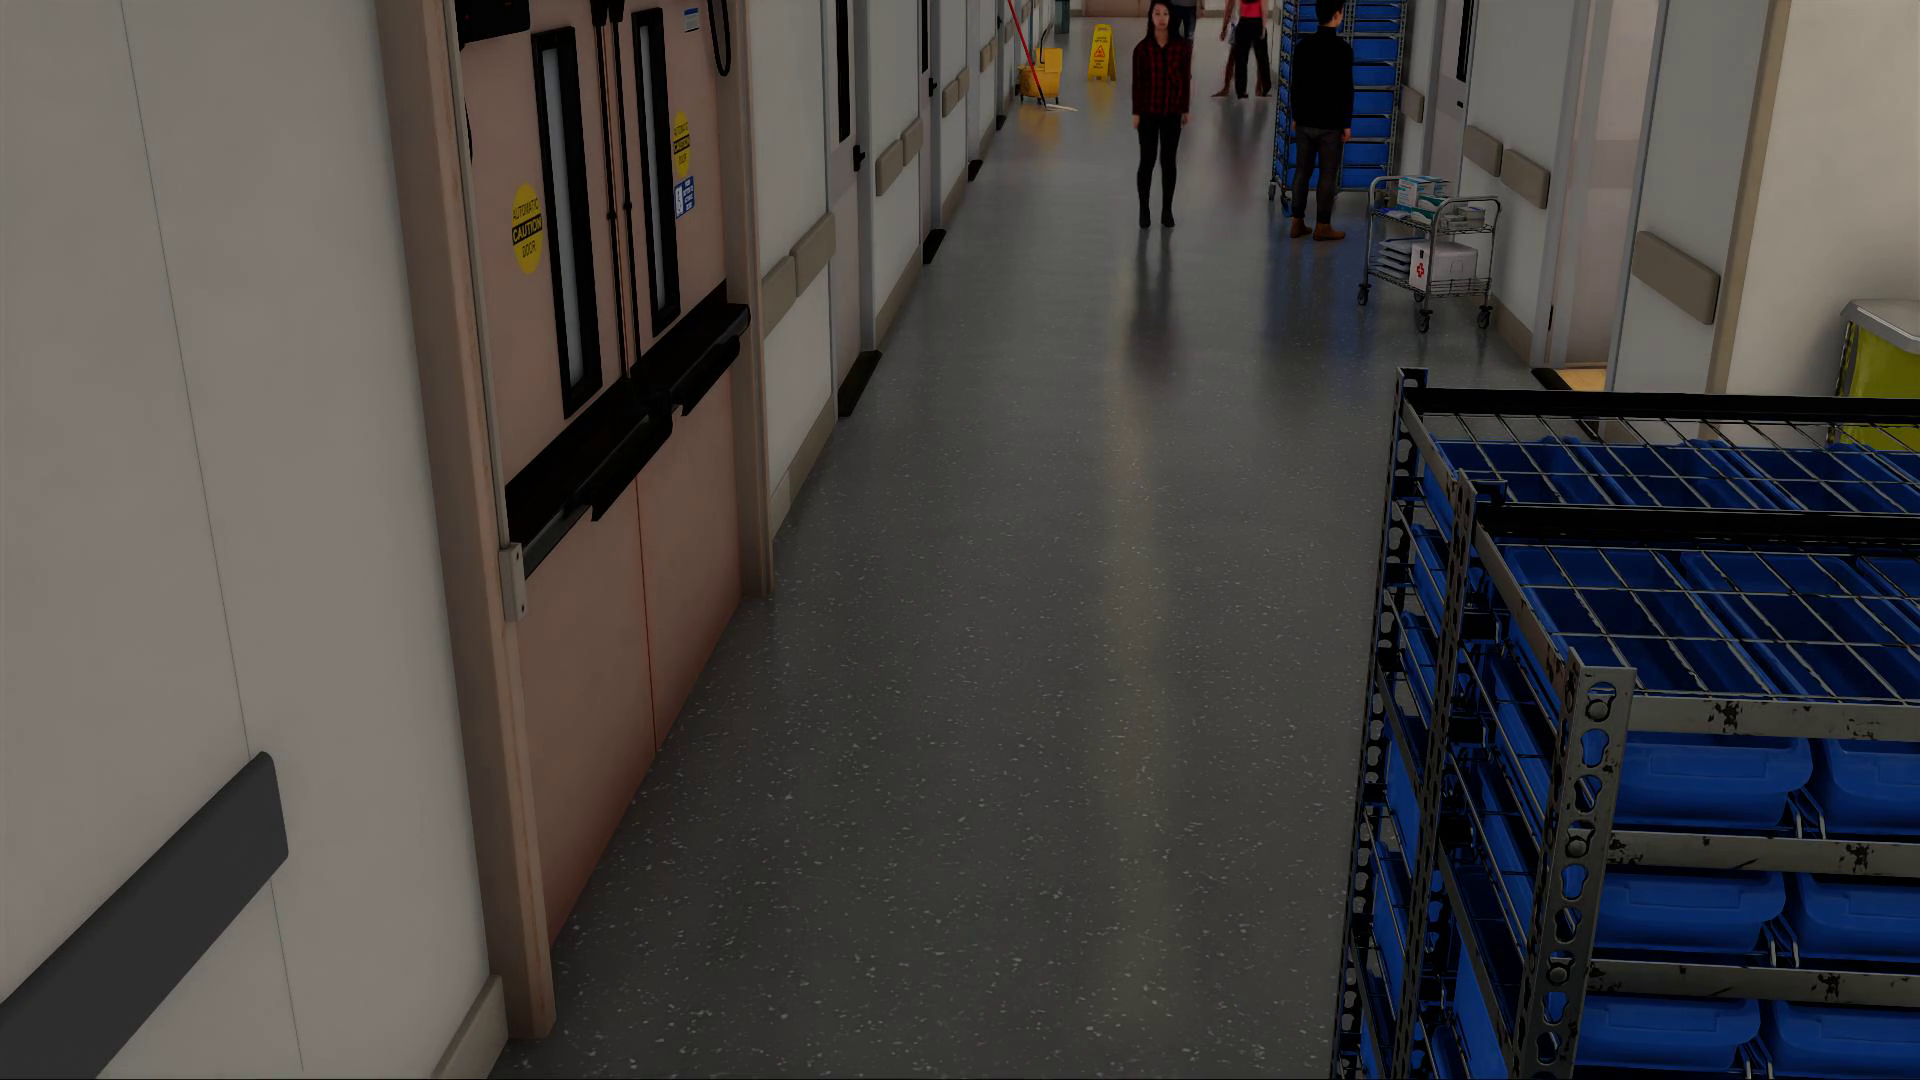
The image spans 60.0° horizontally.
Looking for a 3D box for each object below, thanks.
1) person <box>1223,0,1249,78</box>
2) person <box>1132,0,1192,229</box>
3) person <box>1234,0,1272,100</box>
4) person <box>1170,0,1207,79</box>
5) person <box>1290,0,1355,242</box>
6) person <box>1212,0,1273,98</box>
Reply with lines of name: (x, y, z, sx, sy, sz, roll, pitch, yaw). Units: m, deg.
person: (3.882, -7.324, 23.173, 0.924, 1.773, 1.263, 10, 23, 25)
person: (1.490, -3.178, 12.394, 0.616, 1.655, 0.559, -2, 21, -4)
person: (3.554, -6.229, 20.525, 0.829, 1.601, 1.184, 10, 23, 24)
person: (3.176, -7.573, 23.654, 0.765, 1.898, 0.694, 0, 21, 0)
person: (2.584, -3.030, 11.907, 0.760, 1.722, 0.718, -19, 28, -40)
person: (3.569, -6.426, 20.907, 1.001, 1.699, 0.766, 1, 21, 3)
